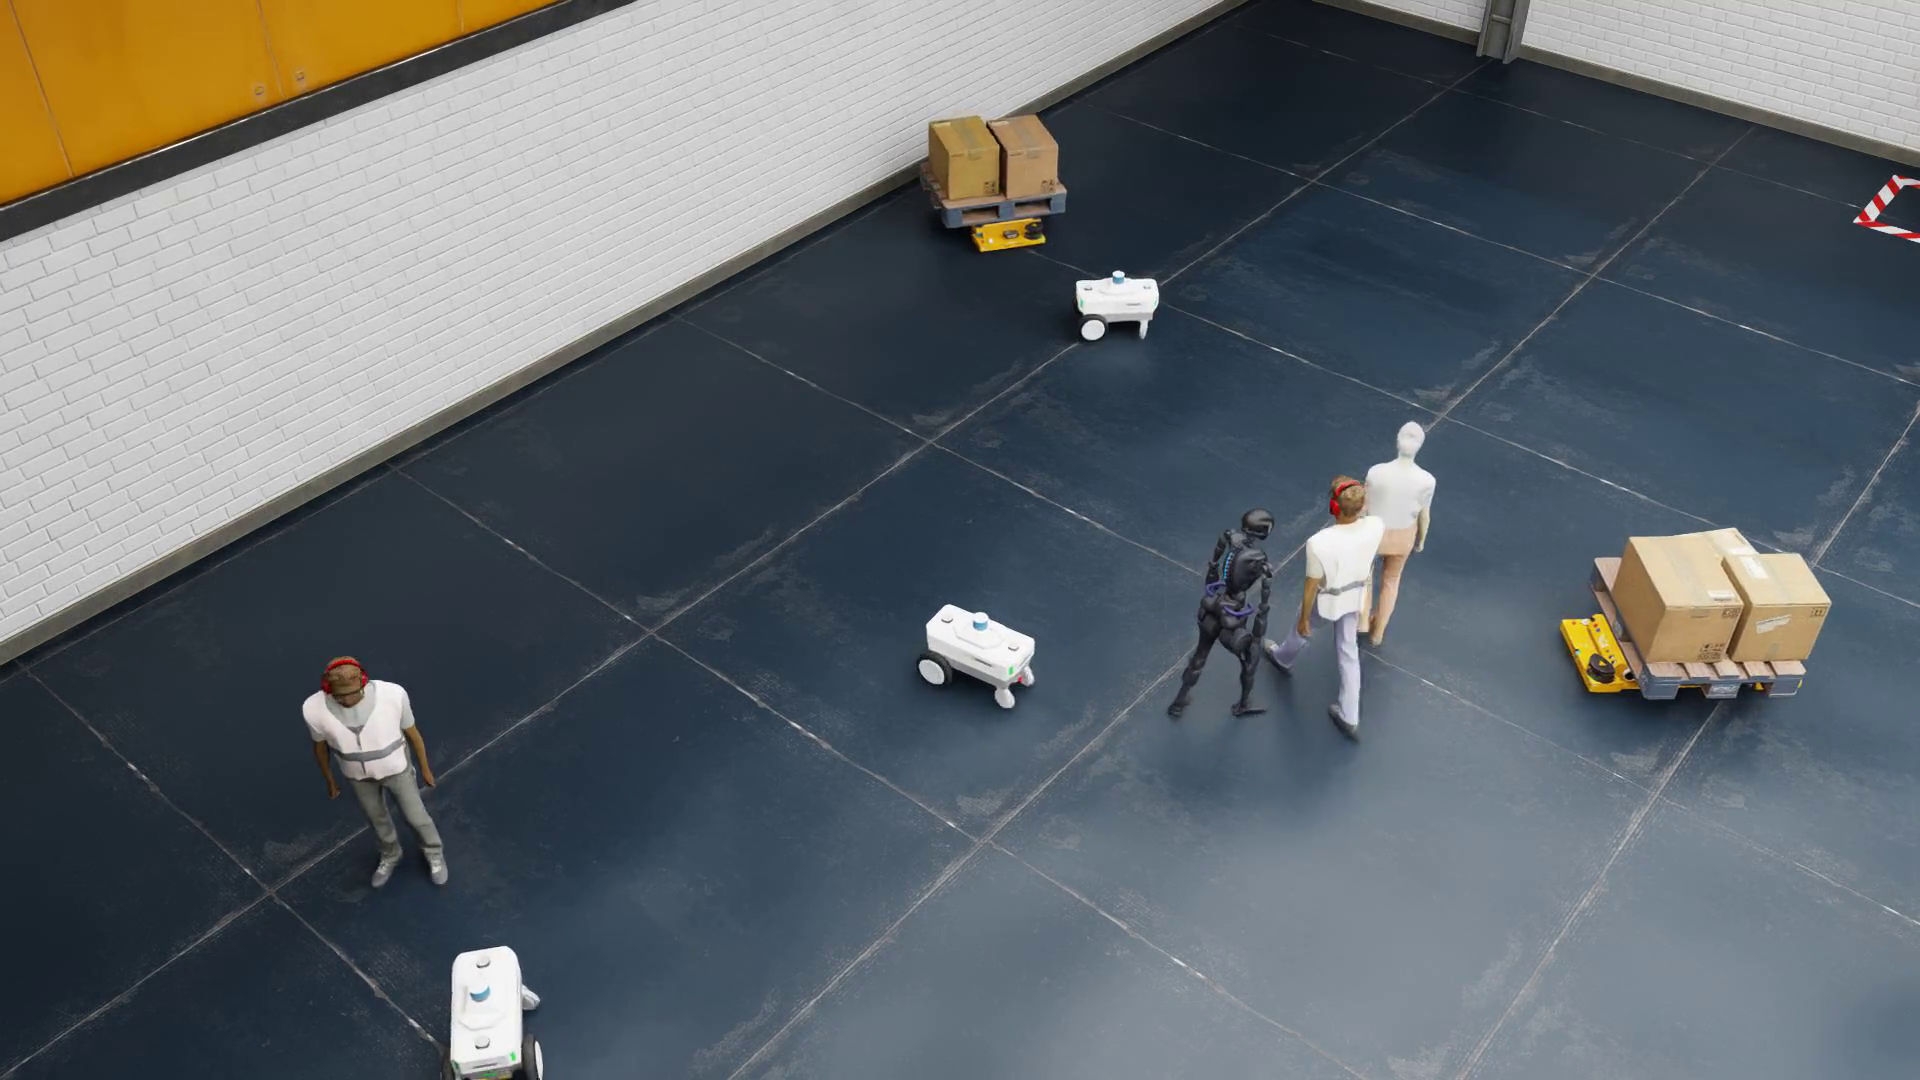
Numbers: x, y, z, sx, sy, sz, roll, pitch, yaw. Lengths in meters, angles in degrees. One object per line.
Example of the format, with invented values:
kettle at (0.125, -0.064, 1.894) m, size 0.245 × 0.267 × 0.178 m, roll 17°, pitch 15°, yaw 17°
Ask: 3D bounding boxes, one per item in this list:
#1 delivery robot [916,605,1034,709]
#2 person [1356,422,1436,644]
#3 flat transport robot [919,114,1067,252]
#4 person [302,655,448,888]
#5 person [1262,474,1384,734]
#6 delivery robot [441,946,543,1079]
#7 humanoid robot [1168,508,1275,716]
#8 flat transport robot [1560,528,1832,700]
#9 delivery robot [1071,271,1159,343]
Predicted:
delivery robot at (0.128, 0.727, 11.132) m, size 0.746 × 0.565 × 0.499 m, roll 21°, pitch 44°, yaw 24°
person at (2.879, -0.047, 11.179) m, size 0.512 × 1.727 × 0.400 m, roll 7°, pitch 39°, yaw 8°
flat transport robot at (0.305, -3.272, 16.347) m, size 0.659 × 0.231 × 1.431 m, roll -11°, pitch 40°, yaw -13°
person at (-3.305, 1.303, 9.438) m, size 0.592 × 1.823 × 0.443 m, roll -7°, pitch 39°, yaw -9°
person at (2.380, 0.347, 10.639) m, size 0.588 × 1.787 × 0.990 m, roll -15°, pitch 41°, yaw -18°
delivery robot at (-2.502, 2.569, 8.863) m, size 0.525 × 0.587 × 0.755 m, roll -8°, pitch 40°, yaw -10°
humanoid robot at (1.700, 0.490, 10.578) m, size 0.623 × 1.623 × 0.610 m, roll -20°, pitch 43°, yaw -23°
flat transport robot at (4.921, 0.744, 11.363) m, size 1.431 × 0.231 × 0.659 m, roll -1°, pitch 39°, yaw -1°
delivery robot at (1.352, -2.077, 14.635) m, size 0.765 × 0.593 × 0.519 m, roll -2°, pitch 39°, yaw -2°
